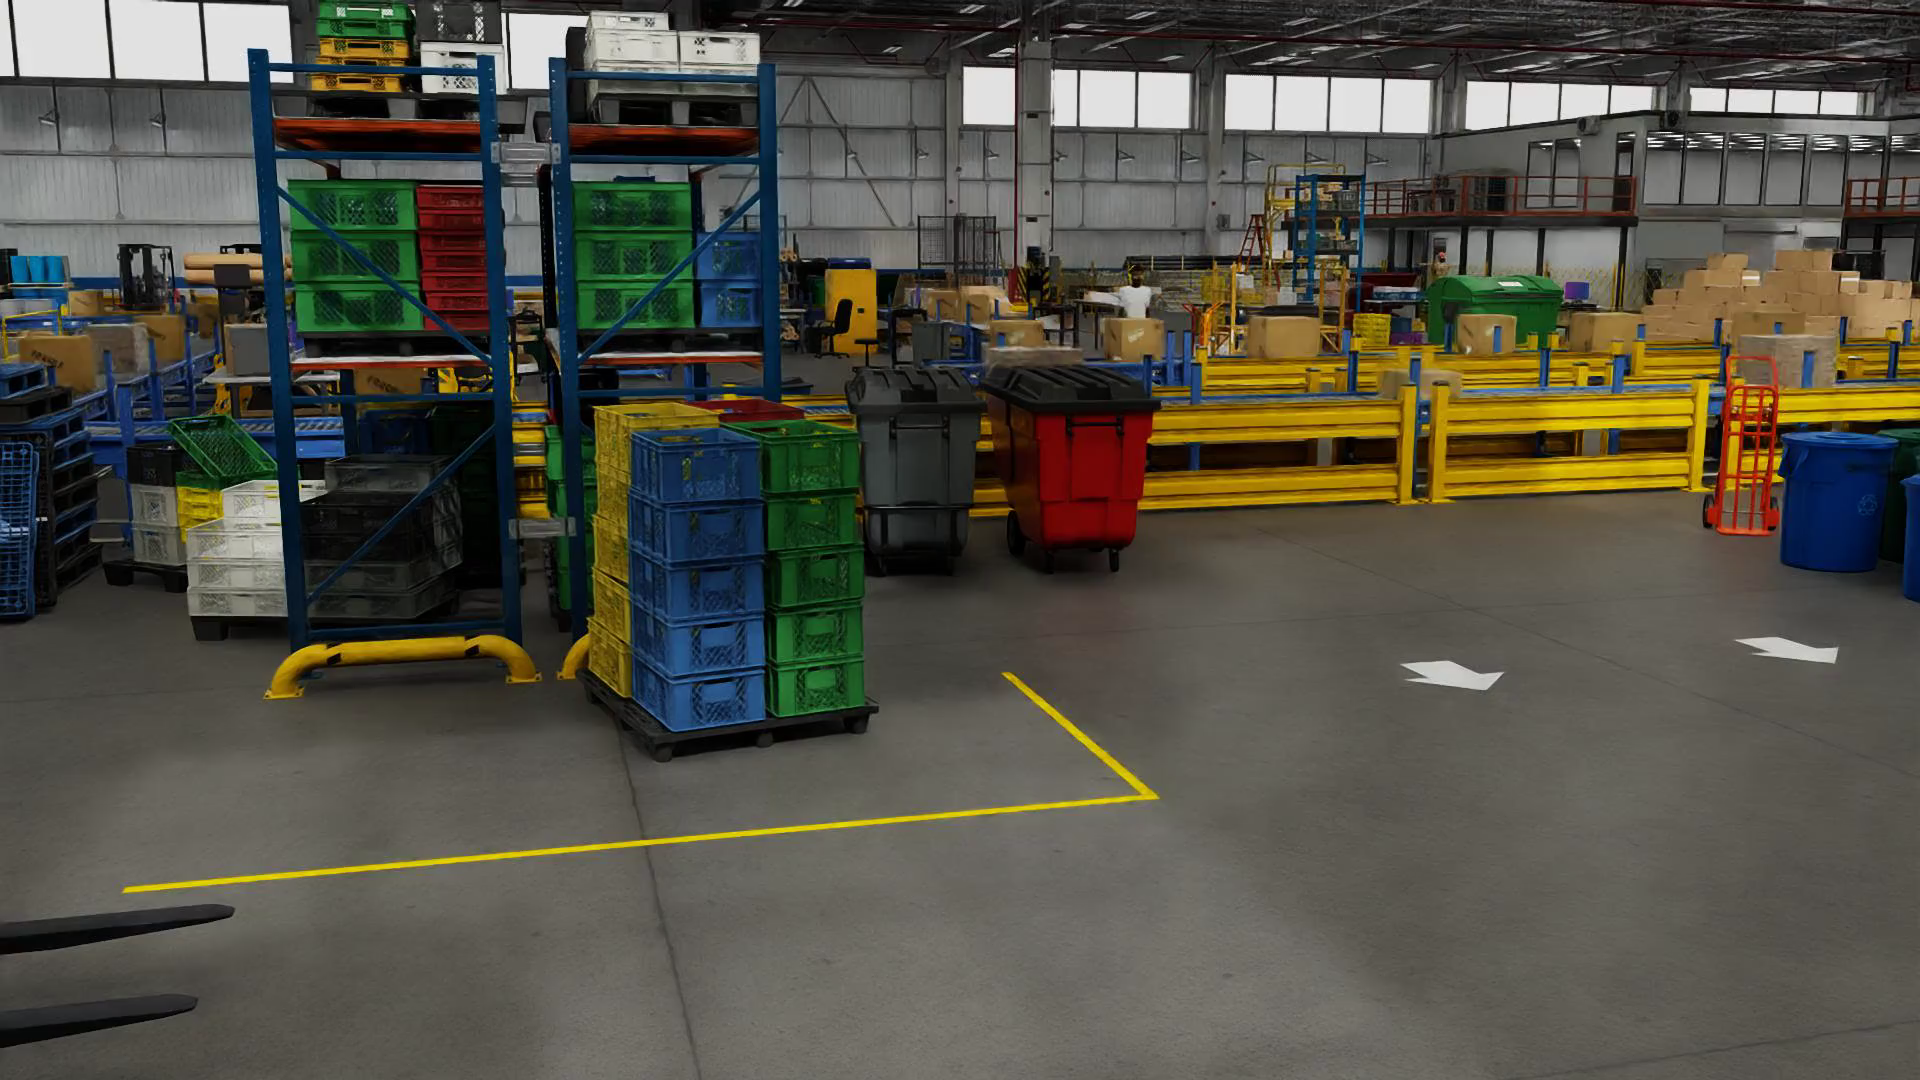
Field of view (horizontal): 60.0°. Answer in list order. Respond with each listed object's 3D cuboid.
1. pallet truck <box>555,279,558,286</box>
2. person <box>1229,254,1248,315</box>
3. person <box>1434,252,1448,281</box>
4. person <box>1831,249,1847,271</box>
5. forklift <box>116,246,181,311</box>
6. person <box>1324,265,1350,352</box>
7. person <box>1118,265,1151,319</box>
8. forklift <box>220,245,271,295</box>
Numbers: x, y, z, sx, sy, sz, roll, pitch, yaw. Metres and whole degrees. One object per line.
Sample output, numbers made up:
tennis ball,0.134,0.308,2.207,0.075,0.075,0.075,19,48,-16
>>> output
pallet truck,-10.604,-6.375,44.520,0.653,1.274,1.630,-3,10,-15
person,8.324,-7.578,49.684,0.584,1.882,0.337,-3,10,-15
person,15.899,-8.543,55.008,0.551,1.932,0.378,-3,10,-15
person,22.835,-6.536,43.336,0.614,2.040,0.390,-3,10,-15
forklift,-19.966,-6.232,40.894,1.157,1.987,2.680,-3,10,-15
person,7.204,-4.356,31.783,0.533,1.765,0.331,-3,10,-15
person,2.495,-2.986,23.738,0.533,1.864,0.310,-3,10,-15
forklift,-17.749,-6.334,41.440,1.157,1.987,2.680,-3,10,-17
